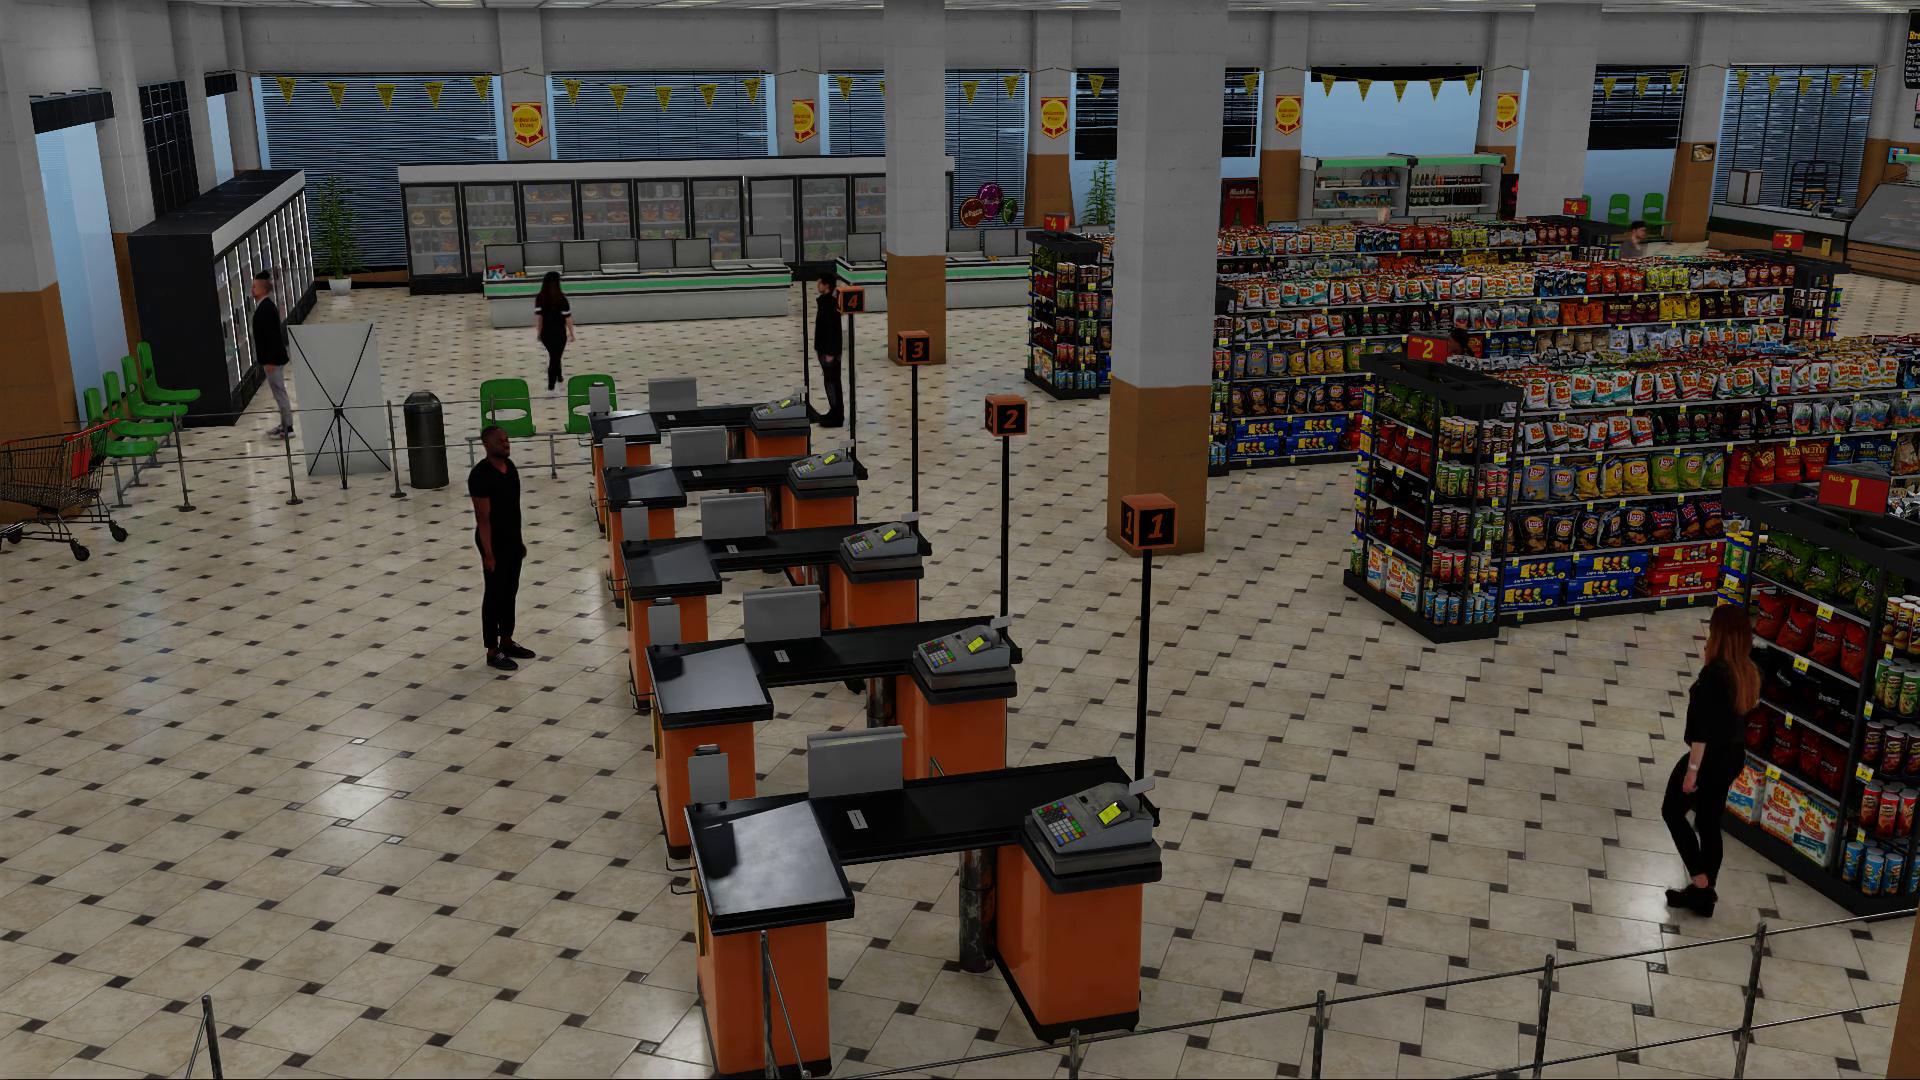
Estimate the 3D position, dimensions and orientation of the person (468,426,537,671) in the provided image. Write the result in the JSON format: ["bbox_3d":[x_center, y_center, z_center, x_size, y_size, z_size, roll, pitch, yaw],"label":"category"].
[{"bbox_3d":[-3.402,0.038,12.302,0.752,1.819,0.746,5,18,17],"label":"person"}]

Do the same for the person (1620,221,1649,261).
[{"bbox_3d":[10.004,-3.828,24.912,0.624,1.891,0.806,-9,19,-27],"label":"person"}]

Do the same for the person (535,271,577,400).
[{"bbox_3d":[-5.264,-2.620,21.407,0.947,1.616,0.922,4,17,12],"label":"person"}]

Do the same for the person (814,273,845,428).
[{"bbox_3d":[-1.548,-2.276,19.890,0.595,1.838,0.745,-3,17,-8],"label":"person"}]

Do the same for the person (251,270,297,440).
[{"bbox_3d":[-7.973,-2.152,19.292,0.634,1.950,0.745,-7,18,-23],"label":"person"}]

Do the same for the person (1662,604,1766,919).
[{"bbox_3d":[4.028,1.201,8.694,0.623,1.691,0.762,-11,20,-31],"label":"person"}]
